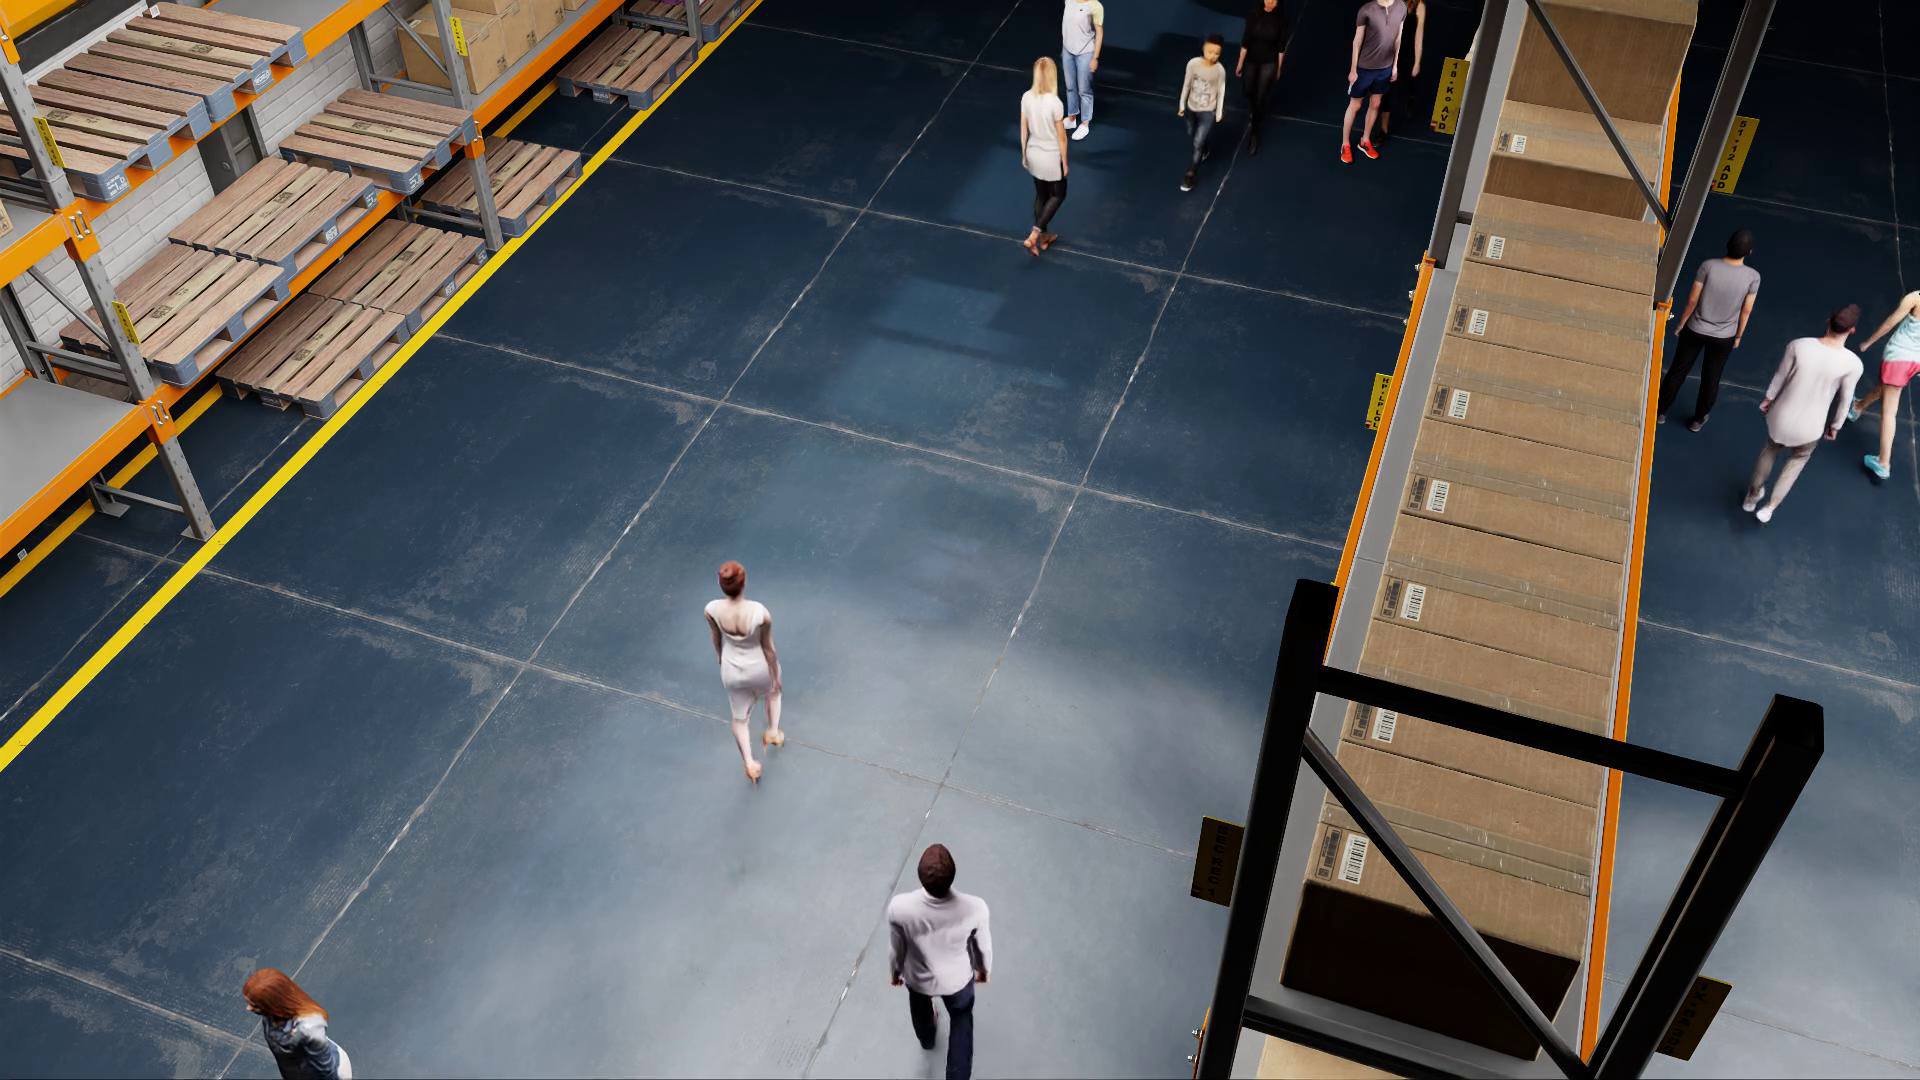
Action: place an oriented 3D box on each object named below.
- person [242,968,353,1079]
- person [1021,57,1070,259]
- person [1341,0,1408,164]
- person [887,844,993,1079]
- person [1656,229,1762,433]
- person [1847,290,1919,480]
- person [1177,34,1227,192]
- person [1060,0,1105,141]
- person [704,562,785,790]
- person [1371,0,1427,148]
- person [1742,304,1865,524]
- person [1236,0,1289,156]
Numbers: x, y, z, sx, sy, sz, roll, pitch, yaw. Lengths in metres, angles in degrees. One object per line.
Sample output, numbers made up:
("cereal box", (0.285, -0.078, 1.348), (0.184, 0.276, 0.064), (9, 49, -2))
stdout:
("person", (-3.157, 2.588, 8.203), (0.652, 1.698, 0.593), (26, 49, 25))
("person", (0.667, -3.197, 14.198), (0.751, 1.805, 0.910), (29, 51, 27))
("person", (3.835, -4.410, 15.437), (0.727, 1.853, 0.744), (-10, 45, -11))
("person", (-0.113, 2.251, 8.460), (0.900, 1.831, 1.146), (1, 44, 1))
("person", (5.659, -1.587, 12.545), (0.633, 1.754, 0.562), (18, 46, 18))
("person", (6.961, -1.258, 12.227), (0.932, 1.716, 1.281), (-2, 44, -2))
("person", (2.249, -3.996, 15.306), (0.660, 1.435, 1.010), (23, 48, 22))
("person", (1.146, -4.634, 15.766), (0.698, 1.723, 0.708), (-33, 52, -30))
("person", (-1.307, 0.870, 9.949), (0.641, 1.779, 0.706), (8, 44, 9))
("person", (4.205, -4.597, 15.741), (0.773, 1.704, 1.050), (24, 49, 23))
("person", (5.881, -0.836, 11.707), (0.840, 1.823, 0.908), (26, 49, 24))
("person", (2.852, -4.533, 15.735), (0.586, 1.620, 0.981), (15, 46, 15))
